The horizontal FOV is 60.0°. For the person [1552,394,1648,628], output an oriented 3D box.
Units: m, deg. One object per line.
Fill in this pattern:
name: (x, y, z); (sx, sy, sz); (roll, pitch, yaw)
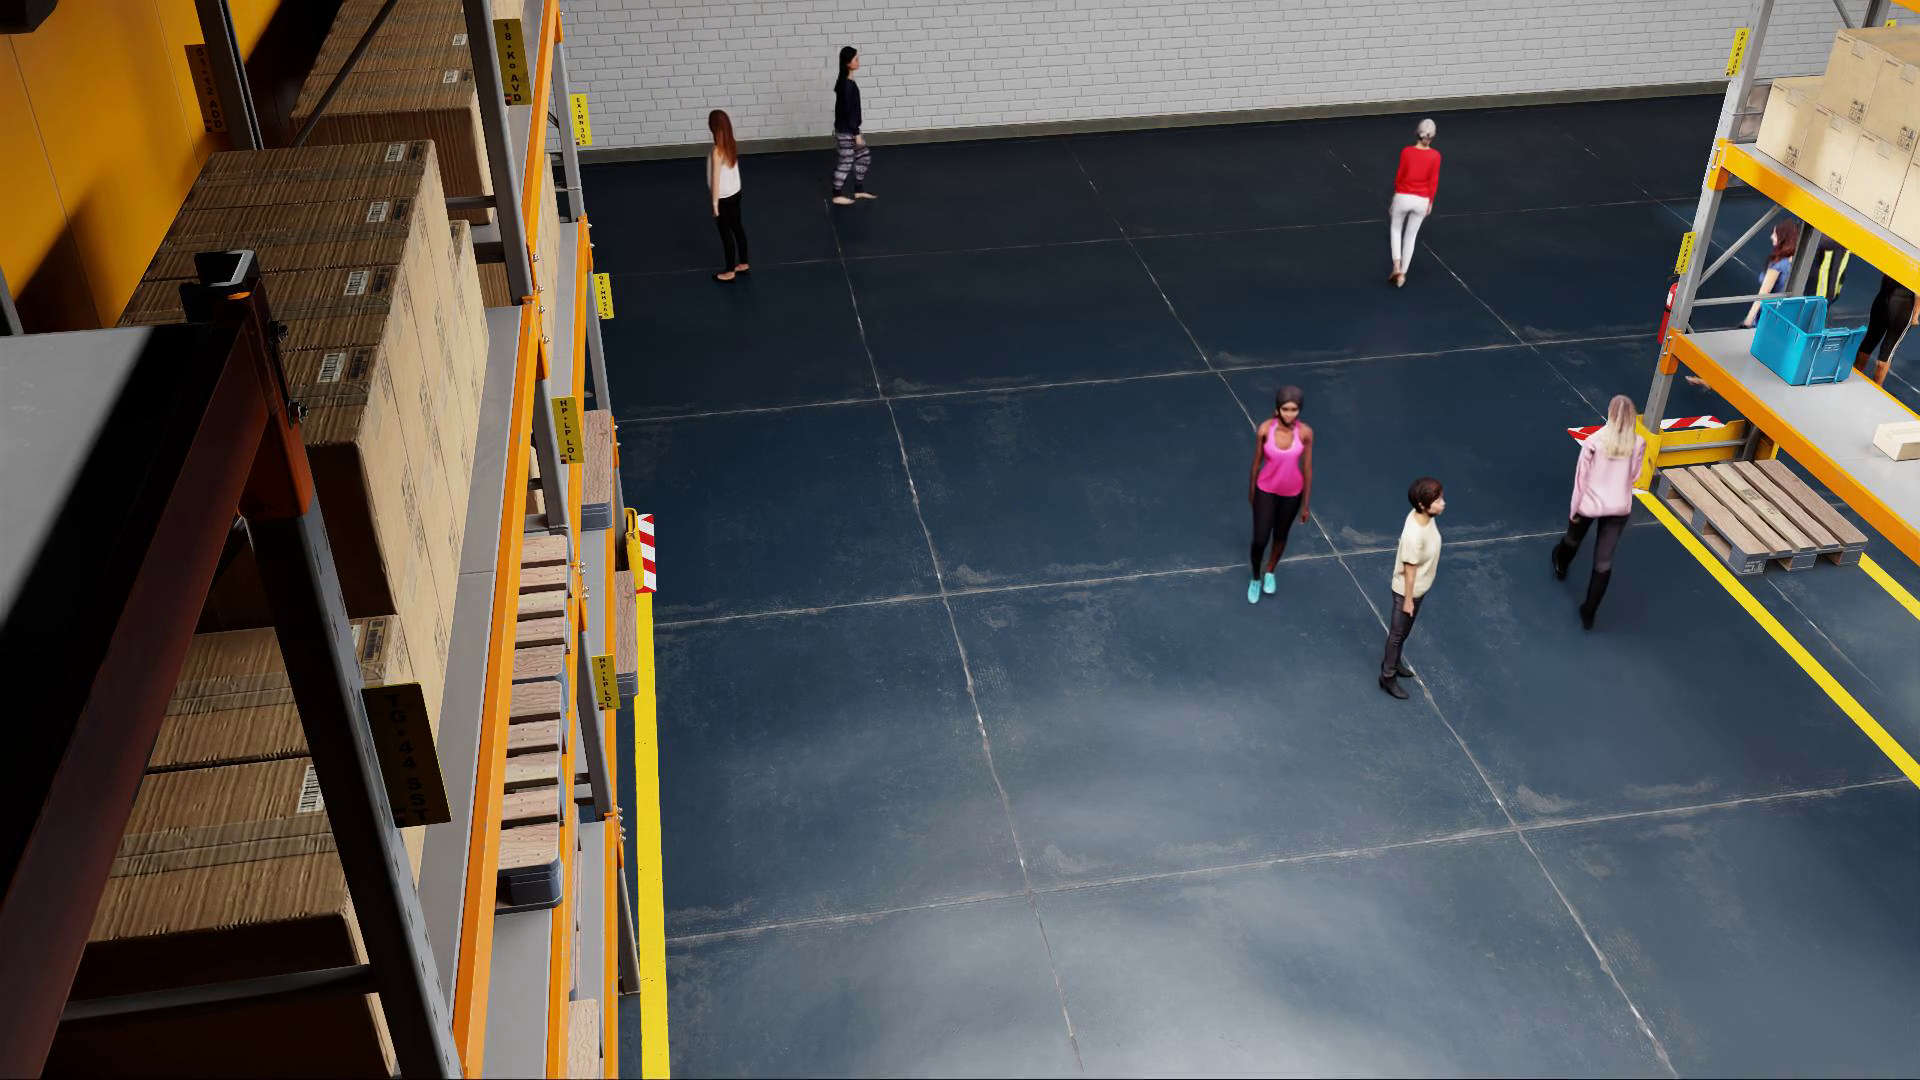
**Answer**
person: (4.417, -0.170, 11.425); (0.855, 1.644, 1.154); (6, 34, 9)

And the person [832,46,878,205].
person: (-1.279, -4.393, 17.712); (0.734, 1.717, 0.693); (-1, 34, -1)

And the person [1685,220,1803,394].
person: (6.737, -1.727, 13.676); (1.097, 1.745, 1.249); (-28, 43, -36)

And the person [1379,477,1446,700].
person: (2.924, 0.293, 10.778); (0.717, 1.588, 0.603); (14, 36, 19)

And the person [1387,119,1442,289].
person: (4.312, -3.174, 15.906); (0.709, 1.686, 0.797); (7, 34, 11)

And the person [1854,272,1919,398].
person: (7.971, -2.008, 14.167); (0.669, 1.669, 0.494); (-10, 35, -15)

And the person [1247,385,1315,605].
person: (2.235, -0.370, 11.670); (0.660, 1.705, 0.723); (3, 34, 5)

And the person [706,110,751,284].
person: (-2.239, -3.332, 16.110); (0.731, 1.723, 0.626); (12, 35, 17)
